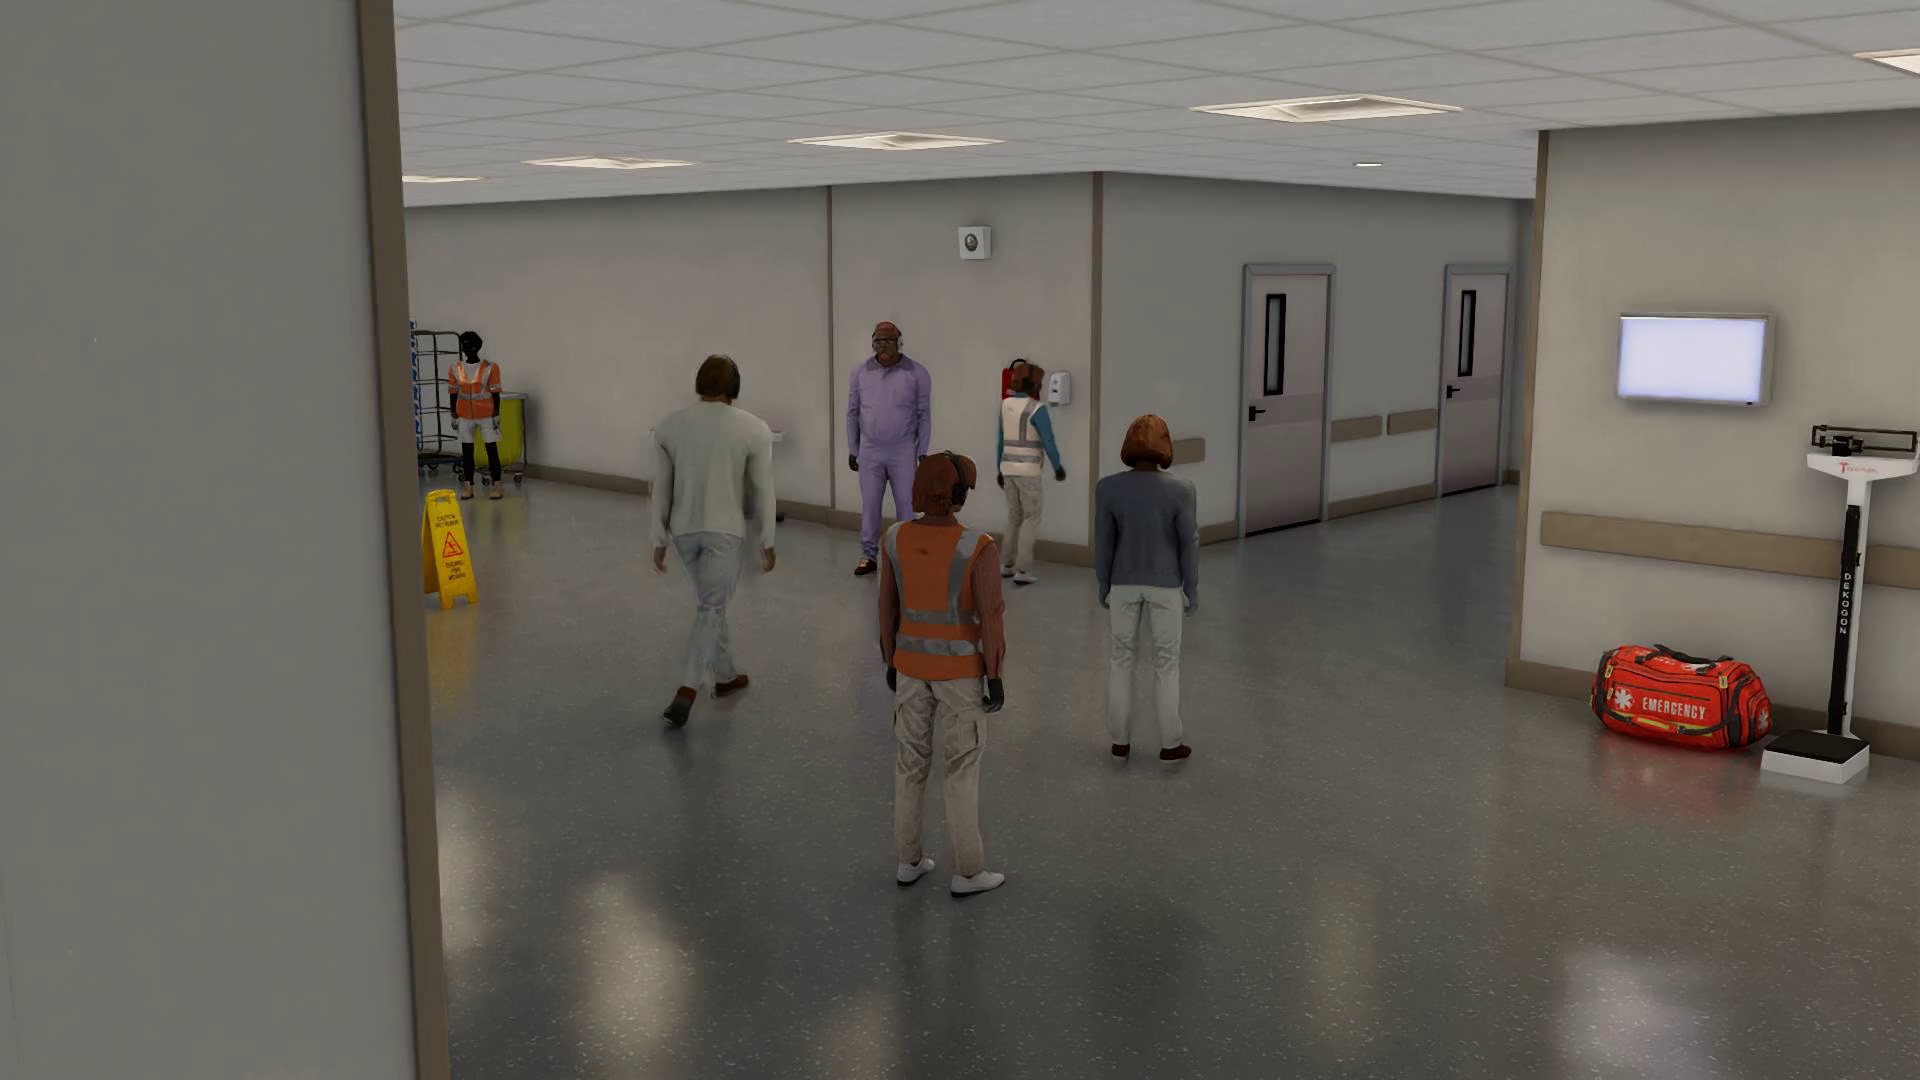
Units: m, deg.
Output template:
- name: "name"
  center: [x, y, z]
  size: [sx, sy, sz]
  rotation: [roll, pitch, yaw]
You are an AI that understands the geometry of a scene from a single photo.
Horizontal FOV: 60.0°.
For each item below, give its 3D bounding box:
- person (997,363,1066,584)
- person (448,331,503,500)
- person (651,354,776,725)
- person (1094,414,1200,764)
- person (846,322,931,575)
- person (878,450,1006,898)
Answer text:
- name: "person"
  center: [0.490, -0.486, 12.186]
  size: [0.393, 1.623, 0.527]
  rotation: [-6, 11, -33]
- name: "person"
  center: [-4.821, -1.234, 16.566]
  size: [0.536, 1.689, 0.324]
  rotation: [0, 9, 1]
- name: "person"
  center: [-1.306, -0.011, 8.560]
  size: [0.641, 1.875, 1.030]
  rotation: [2, 9, 13]
- name: "person"
  center: [0.870, 0.230, 7.748]
  size: [0.498, 1.633, 0.279]
  rotation: [4, 10, 21]
- name: "person"
  center: [-0.544, -0.680, 12.493]
  size: [0.646, 1.908, 0.408]
  rotation: [1, 9, 7]
- name: "person"
  center: [-0.066, 0.493, 6.119]
  size: [0.525, 1.639, 0.307]
  rotation: [6, 11, 32]
